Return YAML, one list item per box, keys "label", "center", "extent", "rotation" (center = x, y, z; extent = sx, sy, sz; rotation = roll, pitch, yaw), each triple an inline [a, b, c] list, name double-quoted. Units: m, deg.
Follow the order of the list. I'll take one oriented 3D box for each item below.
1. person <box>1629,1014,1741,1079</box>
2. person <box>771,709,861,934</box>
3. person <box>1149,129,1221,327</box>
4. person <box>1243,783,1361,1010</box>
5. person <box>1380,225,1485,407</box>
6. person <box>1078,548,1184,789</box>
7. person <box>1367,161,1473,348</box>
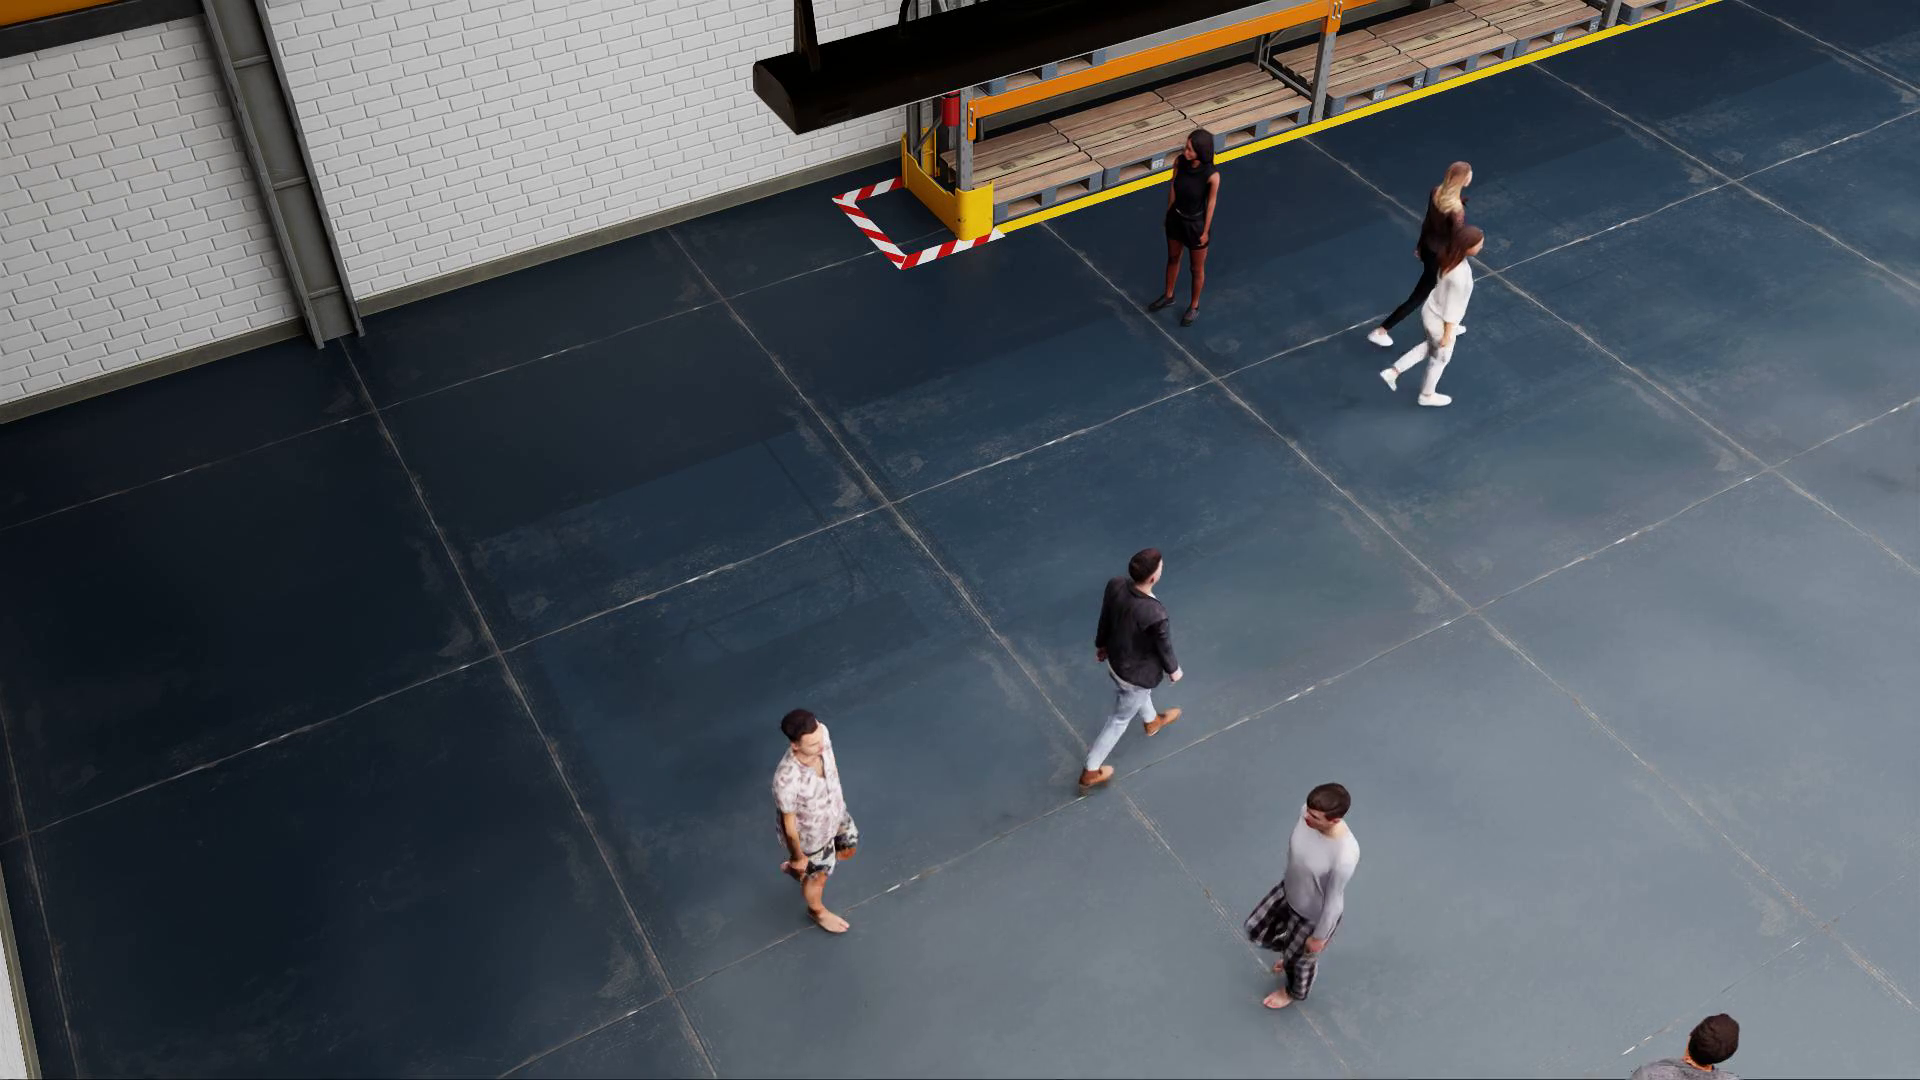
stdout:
- label: "person"
  center: [3.176, 2.891, 7.714]
  extent: [0.840, 1.828, 0.915]
  rotation: [-2, 44, -2]
- label: "person"
  center: [-0.886, 1.510, 9.185]
  extent: [0.918, 1.800, 0.851]
  rotation: [18, 46, 18]
- label: "person"
  center: [1.860, -2.559, 13.497]
  extent: [0.662, 1.743, 0.625]
  rotation: [32, 52, 29]
- label: "person"
  center: [1.913, 1.872, 8.777]
  extent: [0.708, 1.838, 0.657]
  rotation: [-17, 46, -17]
- label: "person"
  center: [3.587, -1.681, 12.626]
  extent: [0.943, 1.673, 0.826]
  rotation: [-2, 44, -2]
- label: "person"
  center: [0.964, 0.813, 9.916]
  extent: [1.098, 1.800, 0.673]
  rotation: [-23, 48, -22]
- label: "person"
  center: [3.698, -2.208, 13.184]
  extent: [1.193, 1.667, 0.876]
  rotation: [-7, 44, -8]
